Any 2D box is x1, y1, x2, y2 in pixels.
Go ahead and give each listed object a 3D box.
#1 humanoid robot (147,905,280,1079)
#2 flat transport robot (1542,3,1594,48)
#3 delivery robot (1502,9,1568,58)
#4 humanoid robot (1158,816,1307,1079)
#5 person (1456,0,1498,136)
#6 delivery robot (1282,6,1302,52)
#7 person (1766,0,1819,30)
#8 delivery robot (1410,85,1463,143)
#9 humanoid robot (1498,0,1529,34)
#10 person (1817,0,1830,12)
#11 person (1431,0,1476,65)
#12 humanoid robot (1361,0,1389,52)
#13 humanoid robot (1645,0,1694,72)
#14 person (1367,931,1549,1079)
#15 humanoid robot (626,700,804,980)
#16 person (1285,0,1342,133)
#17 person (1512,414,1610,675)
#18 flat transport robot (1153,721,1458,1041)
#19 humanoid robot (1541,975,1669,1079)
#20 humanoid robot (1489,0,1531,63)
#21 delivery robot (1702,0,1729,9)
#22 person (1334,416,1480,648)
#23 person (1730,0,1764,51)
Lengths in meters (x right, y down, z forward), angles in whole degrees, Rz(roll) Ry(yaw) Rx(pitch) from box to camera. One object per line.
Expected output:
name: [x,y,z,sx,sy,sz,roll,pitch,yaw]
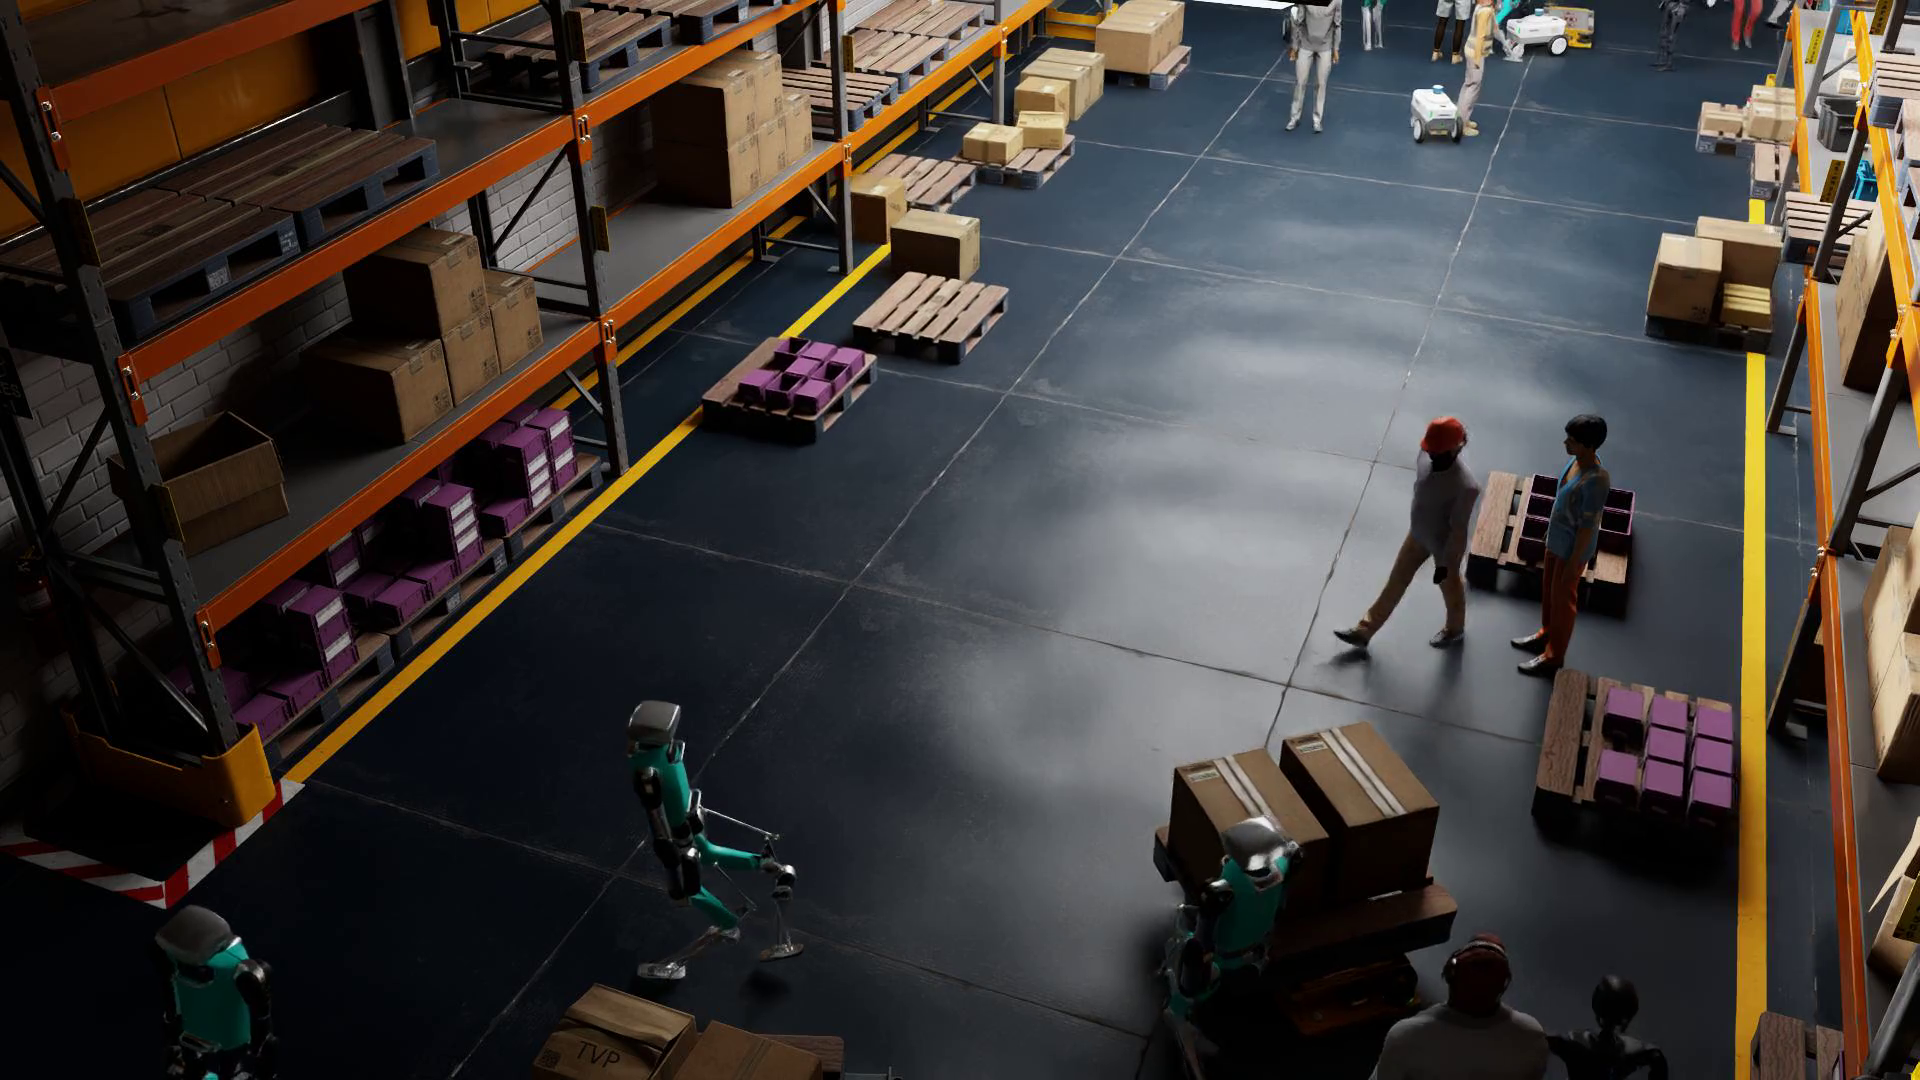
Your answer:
humanoid robot: [-3.038,2.324,6.641,0.561,1.777,0.807,11,35,17]
flat transport robot: [8.107,-6.870,22.223,0.659,0.231,1.431,10,34,15]
delivery robot: [7.420,-6.546,21.447,0.774,0.581,0.499,-8,34,-12]
humanoid robot: [1.074,1.802,7.471,0.550,1.775,0.820,-19,38,-27]
person: [5.827,-5.445,18.638,0.351,1.764,0.474,8,34,13]
delivery robot: [4.507,-6.723,21.726,0.499,0.587,0.769,2,33,3]
person: [11.285,-7.530,21.983,0.873,1.633,0.484,19,38,27]
delivery robot: [5.374,-4.819,18.788,0.524,0.597,0.768,-2,33,-3]
humanoid robot: [7.437,-7.496,21.924,0.604,1.643,0.596,17,36,24]
person: [10.830,-6.776,20.608,0.519,1.866,0.391,-18,37,-26]
person: [6.235,-6.838,20.860,0.532,1.693,0.320,23,39,31]
humanoid robot: [5.346,-7.109,21.270,0.549,1.804,0.801,-8,34,-13]
humanoid robot: [8.886,-6.675,20.621,0.341,1.655,0.609,-2,33,-3]
person: [1.884,2.361,6.500,0.683,1.865,0.820,-5,33,-8]
humanoid robot: [-1.109,1.503,7.956,1.028,1.759,0.539,-1,33,-2]
person: [3.987,-5.544,18.668,0.571,1.896,0.403,5,33,8]
person: [3.703,0.025,10.183,0.339,1.759,0.499,2,33,3]
flat transport robot: [1.734,1.929,8.606,0.659,0.231,1.431,-10,34,-15]
humanoid robot: [2.417,2.417,6.571,0.610,1.623,0.551,5,33,8]
humanoid robot: [6.937,-6.997,21.084,0.855,1.775,0.530,26,41,34]
delivery robot: [10.566,-7.831,23.465,0.808,0.614,0.499,-20,38,-27]
person: [2.877,-0.007,10.279,0.920,1.693,0.578,-13,35,-20]
person: [10.126,-7.145,21.291,0.527,1.743,0.396,4,33,6]
